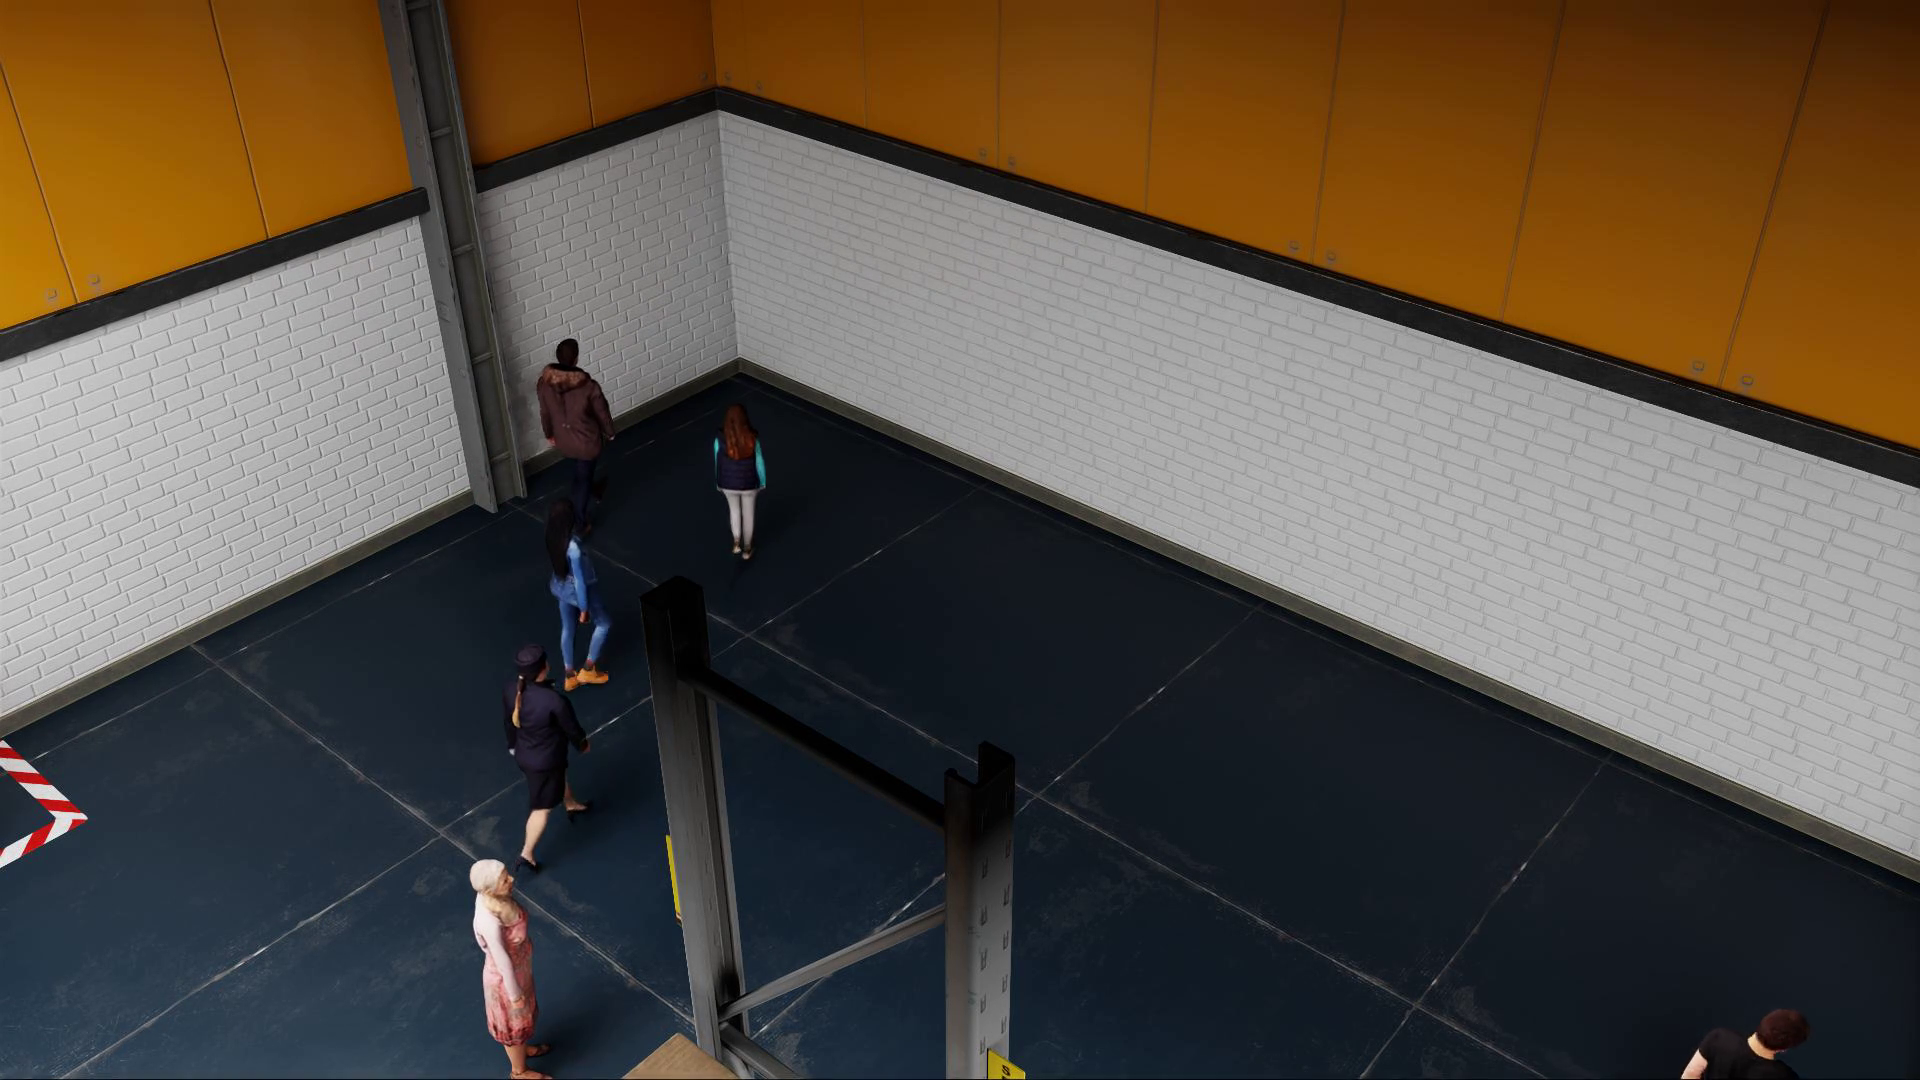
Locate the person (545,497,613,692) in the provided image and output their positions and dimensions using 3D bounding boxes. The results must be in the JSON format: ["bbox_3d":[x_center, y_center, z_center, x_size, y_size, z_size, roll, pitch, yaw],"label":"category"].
[{"bbox_3d":[-2.997,0.458,12.570,0.635,1.698,0.651,28,43,36],"label":"person"}]

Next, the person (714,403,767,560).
[{"bbox_3d":[-1.886,-0.460,14.140,0.695,1.488,0.741,3,34,4],"label":"person"}]

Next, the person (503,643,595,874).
[{"bbox_3d":[-2.813,1.490,11.075,0.757,1.633,1.101,20,38,27],"label":"person"}]

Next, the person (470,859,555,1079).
[{"bbox_3d":[-2.598,2.475,9.541,0.733,1.691,0.696,-9,35,-13],"label":"person"}]

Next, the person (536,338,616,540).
[{"bbox_3d":[-3.347,-0.823,14.401,0.988,1.804,1.209,11,35,16],"label":"person"}]

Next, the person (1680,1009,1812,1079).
[{"bbox_3d":[3.909,3.033,8.562,0.719,1.845,0.585,18,38,25],"label":"person"}]
